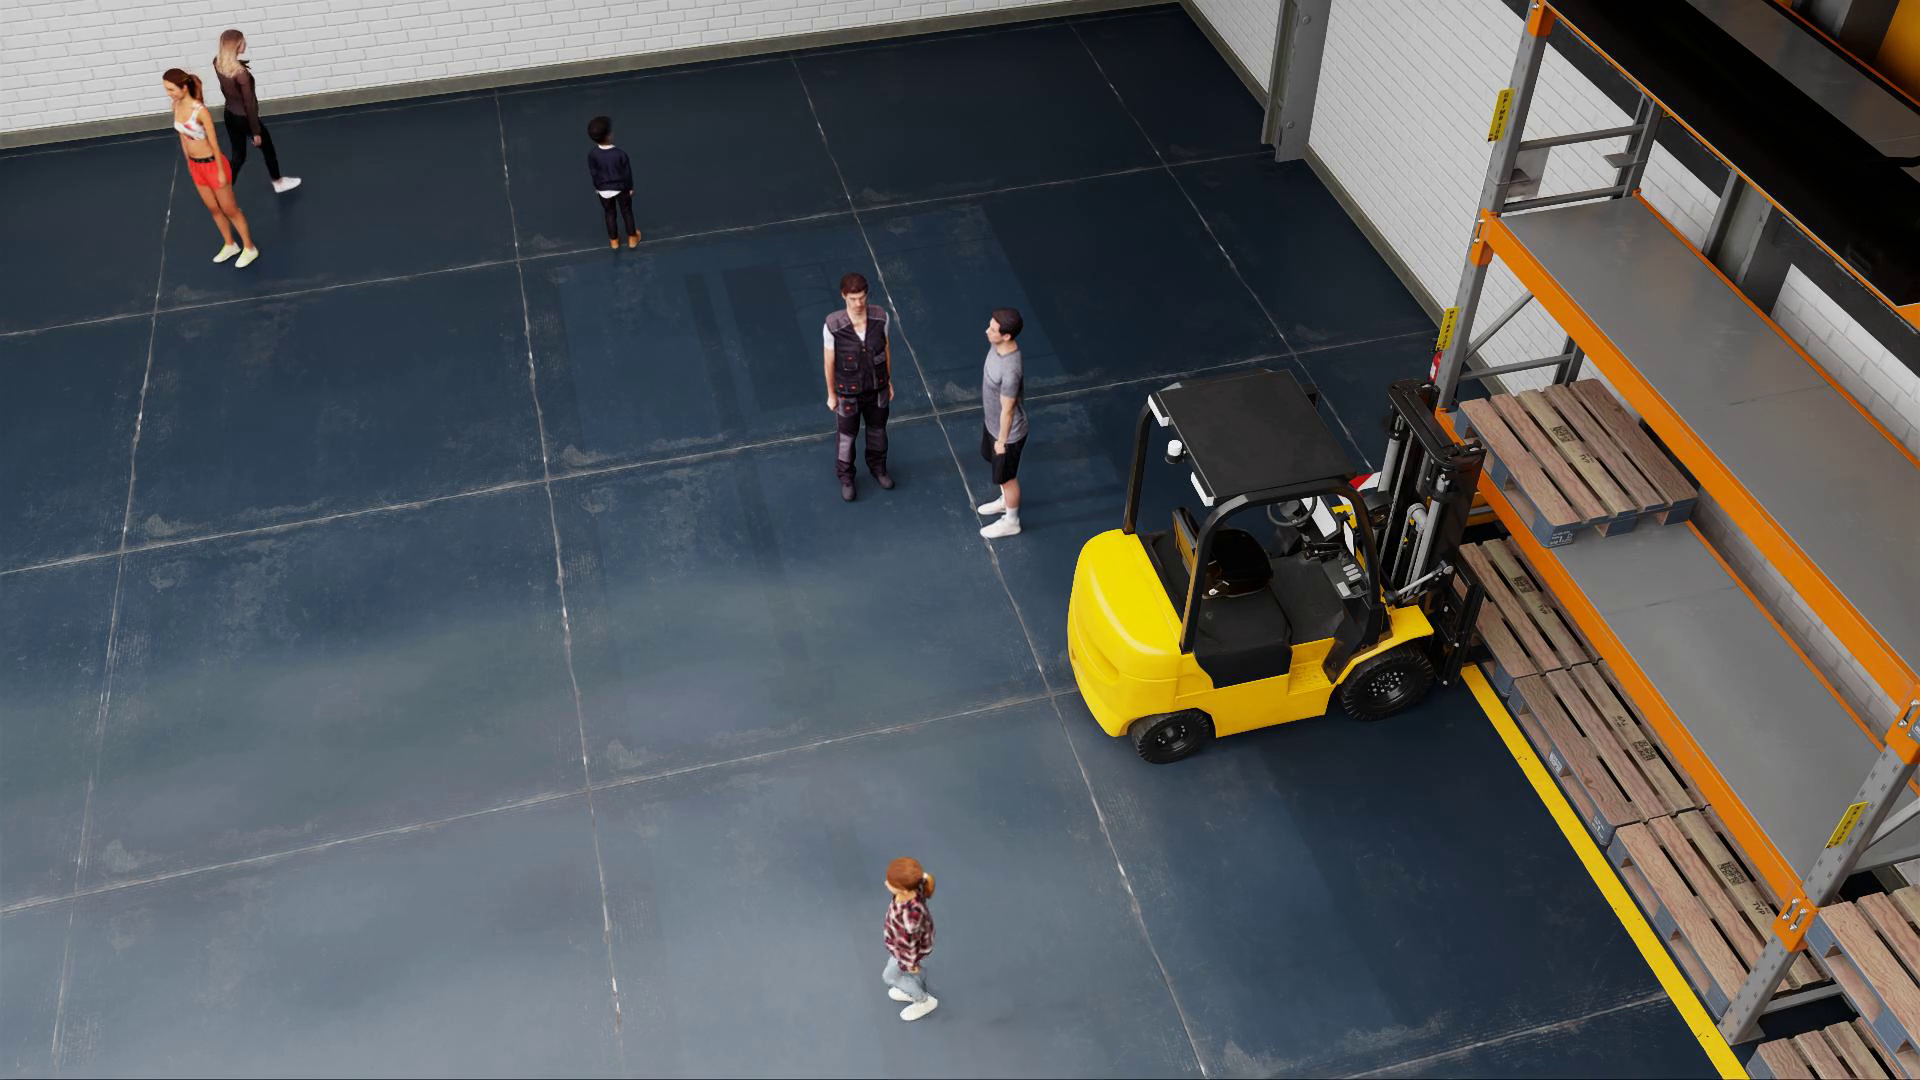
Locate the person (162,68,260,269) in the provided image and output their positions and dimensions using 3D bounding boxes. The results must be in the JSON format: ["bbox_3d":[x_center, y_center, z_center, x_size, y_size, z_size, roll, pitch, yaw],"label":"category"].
[{"bbox_3d":[-6.263,-3.122,13.922,0.691,1.788,0.746,20,47,19],"label":"person"}]

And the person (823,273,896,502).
[{"bbox_3d":[-0.710,-1.103,11.759,0.676,1.849,0.607,-16,46,-16],"label":"person"}]

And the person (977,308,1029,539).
[{"bbox_3d":[0.321,-0.802,11.433,0.708,1.863,0.505,-8,44,-8],"label":"person"}]

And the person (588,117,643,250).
[{"bbox_3d":[-2.976,-3.055,14.262,0.552,1.223,0.557,0,44,0],"label":"person"}]

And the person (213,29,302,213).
[{"bbox_3d":[-6.316,-3.613,14.532,1.124,1.659,1.146,22,48,21],"label":"person"}]

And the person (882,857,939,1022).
[{"bbox_3d":[-0.199,2.101,8.796,0.658,1.297,0.547,3,44,3],"label":"person"}]
